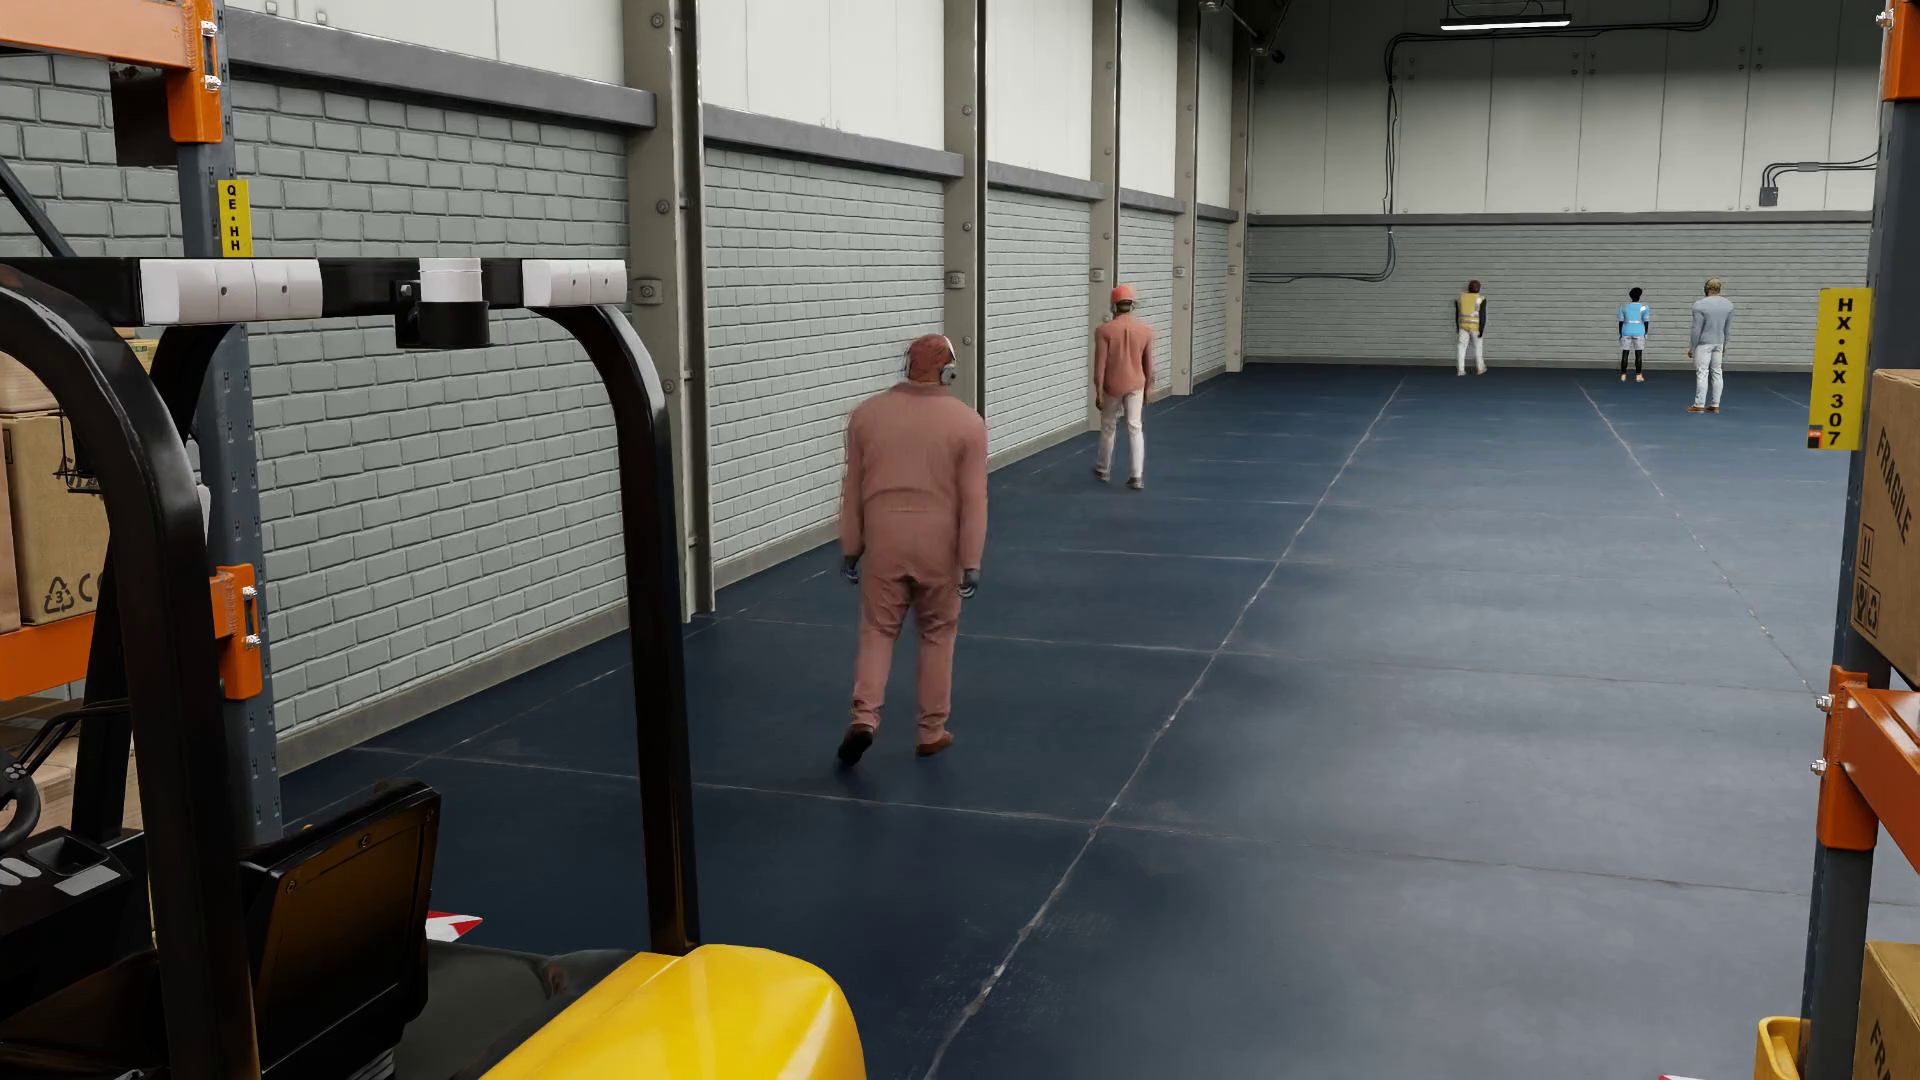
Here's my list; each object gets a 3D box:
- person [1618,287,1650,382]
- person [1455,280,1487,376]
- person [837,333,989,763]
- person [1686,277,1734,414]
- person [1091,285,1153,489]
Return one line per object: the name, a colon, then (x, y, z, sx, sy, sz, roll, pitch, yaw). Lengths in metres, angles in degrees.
person: (12.147, -3.702, 30.009, 0.534, 1.697, 0.322, 6, 11, 33)
person: (9.767, -4.042, 31.727, 0.640, 1.791, 0.940, 7, 12, 38)
person: (-0.217, 0.048, 7.192, 0.668, 1.868, 0.676, 2, 10, 14)
person: (10.680, -2.767, 23.726, 0.631, 1.940, 0.372, -2, 10, -14)
person: (1.573, -1.483, 16.084, 0.649, 1.937, 1.043, -2, 10, -14)
